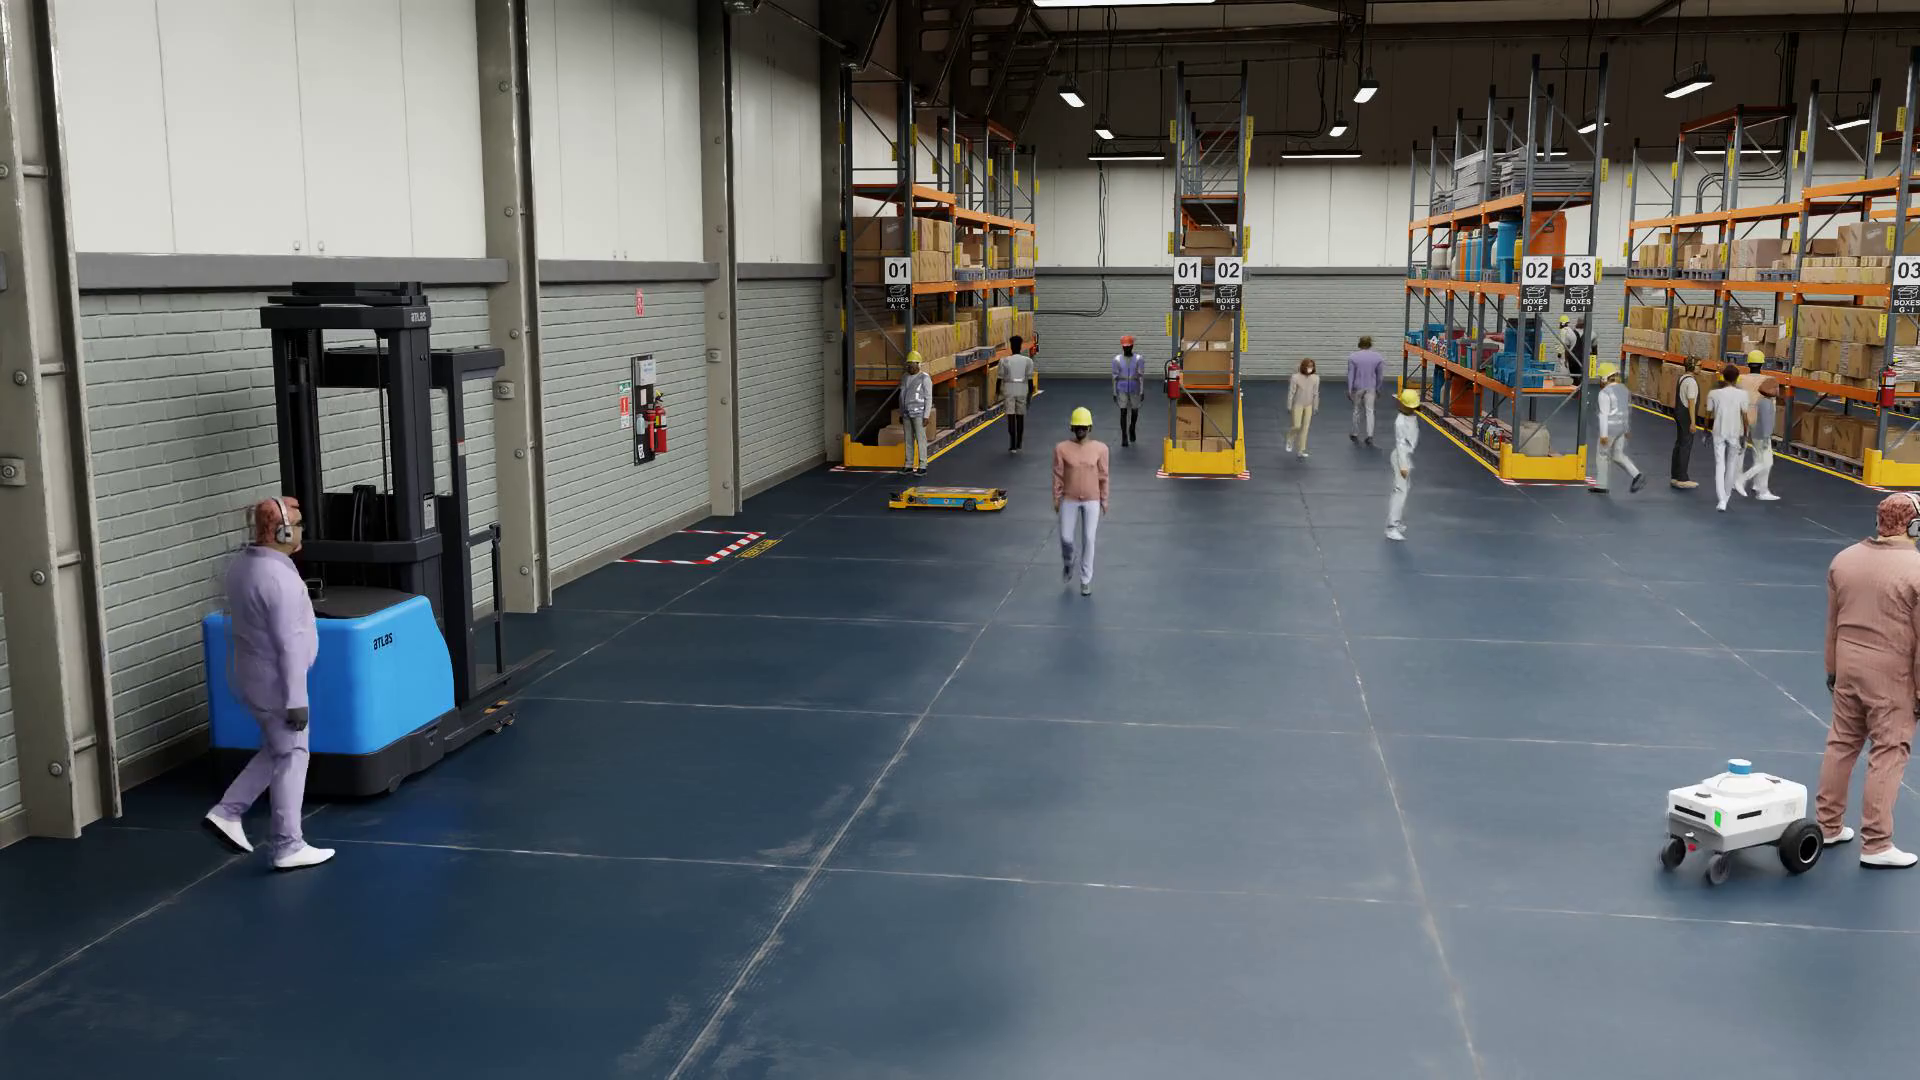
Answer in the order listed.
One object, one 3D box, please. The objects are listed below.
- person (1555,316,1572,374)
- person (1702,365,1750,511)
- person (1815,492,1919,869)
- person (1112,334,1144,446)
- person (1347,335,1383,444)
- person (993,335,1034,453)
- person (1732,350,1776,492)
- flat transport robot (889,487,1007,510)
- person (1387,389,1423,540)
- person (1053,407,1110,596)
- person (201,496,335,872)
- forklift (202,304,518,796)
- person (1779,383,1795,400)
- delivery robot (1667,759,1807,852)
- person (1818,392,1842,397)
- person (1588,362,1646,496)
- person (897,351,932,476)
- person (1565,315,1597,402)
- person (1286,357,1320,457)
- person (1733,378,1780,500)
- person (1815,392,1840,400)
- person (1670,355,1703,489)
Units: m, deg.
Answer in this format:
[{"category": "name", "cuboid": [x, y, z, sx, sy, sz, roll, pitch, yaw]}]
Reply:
[{"category": "person", "cuboid": [15.802, -4.960, 43.596, 0.404, 1.832, 0.596, 6, 11, 34]}, {"category": "person", "cuboid": [9.730, -1.308, 21.142, 0.501, 1.808, 1.002, 3, 10, 20]}, {"category": "person", "cuboid": [4.733, 0.699, 8.539, 0.411, 1.895, 0.658, -3, 10, -17]}, {"category": "person", "cuboid": [2.897, -2.586, 28.684, 0.561, 1.919, 0.457, 1, 9, 5]}, {"category": "person", "cuboid": [7.091, -2.637, 29.135, 0.649, 1.887, 1.032, 0, 9, 1]}, {"category": "person", "cuboid": [0.886, -2.436, 27.740, 0.652, 1.960, 0.598, -2, 10, -14]}, {"category": "person", "cuboid": [10.832, -1.630, 22.757, 0.587, 1.930, 0.362, 6, 11, 34]}, {"category": "flat transport robot", "cuboid": [-0.145, -0.540, 21.271, 1.431, 0.197, 0.652, 1, 9, 9]}, {"category": "person", "cuboid": [5.019, -0.867, 18.769, 0.416, 1.698, 0.660, 5, 10, 27]}, {"category": "person", "cuboid": [1.136, -0.378, 15.592, 0.527, 1.757, 0.433, 1, 9, 4]}, {"category": "person", "cuboid": [-3.467, 0.728, 8.333, 0.511, 1.896, 0.649, -8, 12, -40]}, {"category": "forklift", "cuboid": [-3.673, -0.038, 10.147, 1.129, 2.768, 1.873, 1, 9, 9]}, {"category": "person", "cuboid": [16.478, -3.351, 33.213, 0.666, 1.983, 0.459, 9, 13, 42]}, {"category": "delivery robot", "cuboid": [3.933, 1.355, 8.421, 0.707, 0.478, 0.477, -5, 10, -27]}, {"category": "person", "cuboid": [20.882, -4.277, 39.506, 0.775, 1.797, 0.674, 3, 10, 20]}, {"category": "person", "cuboid": [8.781, -1.470, 22.187, 0.619, 1.798, 0.714, -6, 11, -35]}, {"category": "person", "cuboid": [-0.686, -1.864, 24.489, 0.600, 1.833, 0.404, 8, 12, 41]}, {"category": "person", "cuboid": [14.309, -4.192, 38.349, 0.693, 2.000, 1.007, 4, 10, 23]}, {"category": "person", "cuboid": [5.555, -2.157, 26.973, 0.510, 1.615, 0.426, -3, 10, -16]}, {"category": "person", "cuboid": [10.544, -1.330, 21.881, 0.474, 1.614, 0.505, 4, 10, 25]}, {"category": "person", "cuboid": [20.317, -4.246, 38.763, 0.540, 1.967, 0.661, -2, 10, -15]}, {"category": "person", "cuboid": [10.137, -1.655, 23.175, 0.331, 1.844, 0.520, 1, 9, 5]}]
